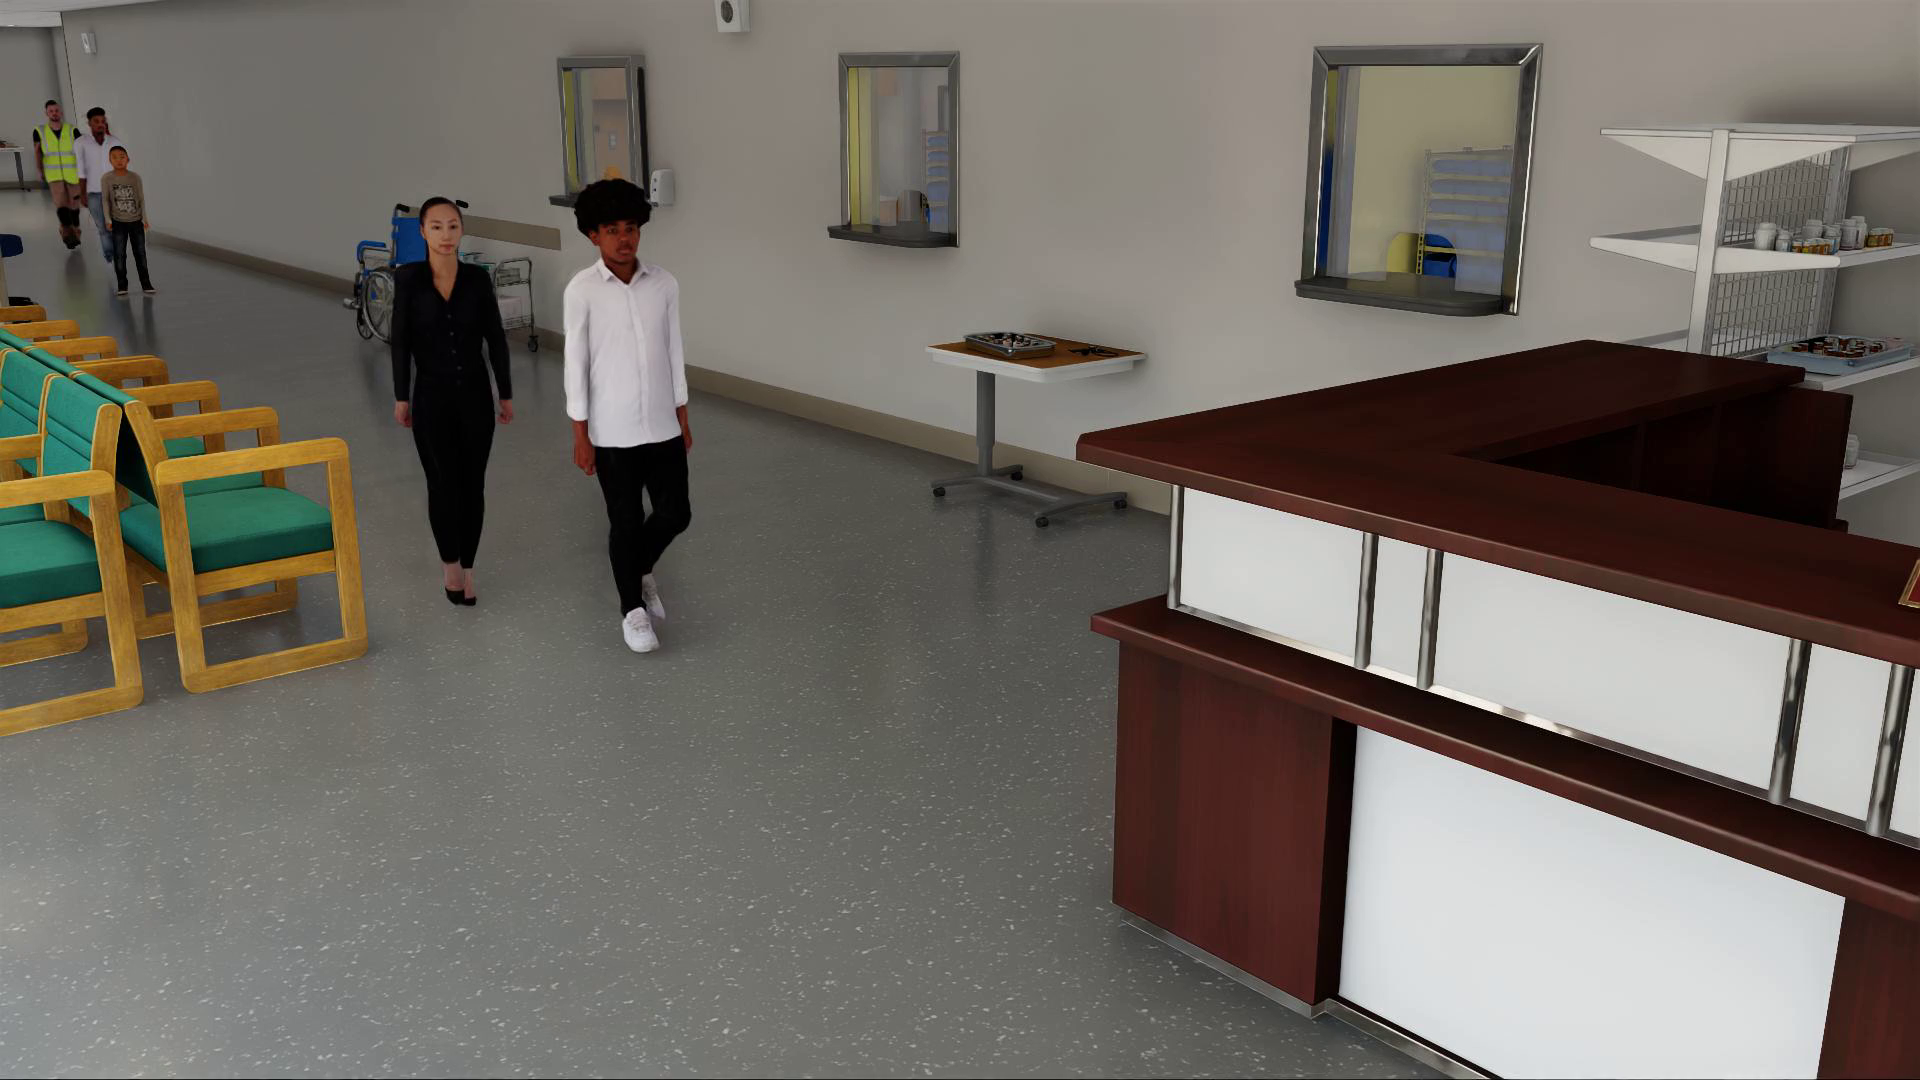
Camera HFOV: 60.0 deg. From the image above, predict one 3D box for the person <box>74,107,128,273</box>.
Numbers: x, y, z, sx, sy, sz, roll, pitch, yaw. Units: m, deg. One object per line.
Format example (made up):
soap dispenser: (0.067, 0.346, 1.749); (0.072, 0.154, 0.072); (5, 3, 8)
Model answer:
person: (-9.472, -3.840, 18.387); (1.103, 1.768, 0.716); (-12, 20, -37)

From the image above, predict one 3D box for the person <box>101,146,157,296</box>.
person: (-8.402, -3.225, 16.763); (0.467, 1.465, 0.619); (-11, 19, -33)

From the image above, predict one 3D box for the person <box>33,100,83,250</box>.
person: (-11.241, -4.550, 20.849); (1.115, 1.798, 0.818); (-11, 19, -33)

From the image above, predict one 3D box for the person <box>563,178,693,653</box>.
person: (-1.286, -0.474, 6.391); (0.680, 1.798, 0.762); (-9, 18, -29)

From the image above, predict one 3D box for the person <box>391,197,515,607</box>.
person: (-2.104, -0.550, 6.838); (0.581, 1.703, 0.710); (-9, 18, -29)
